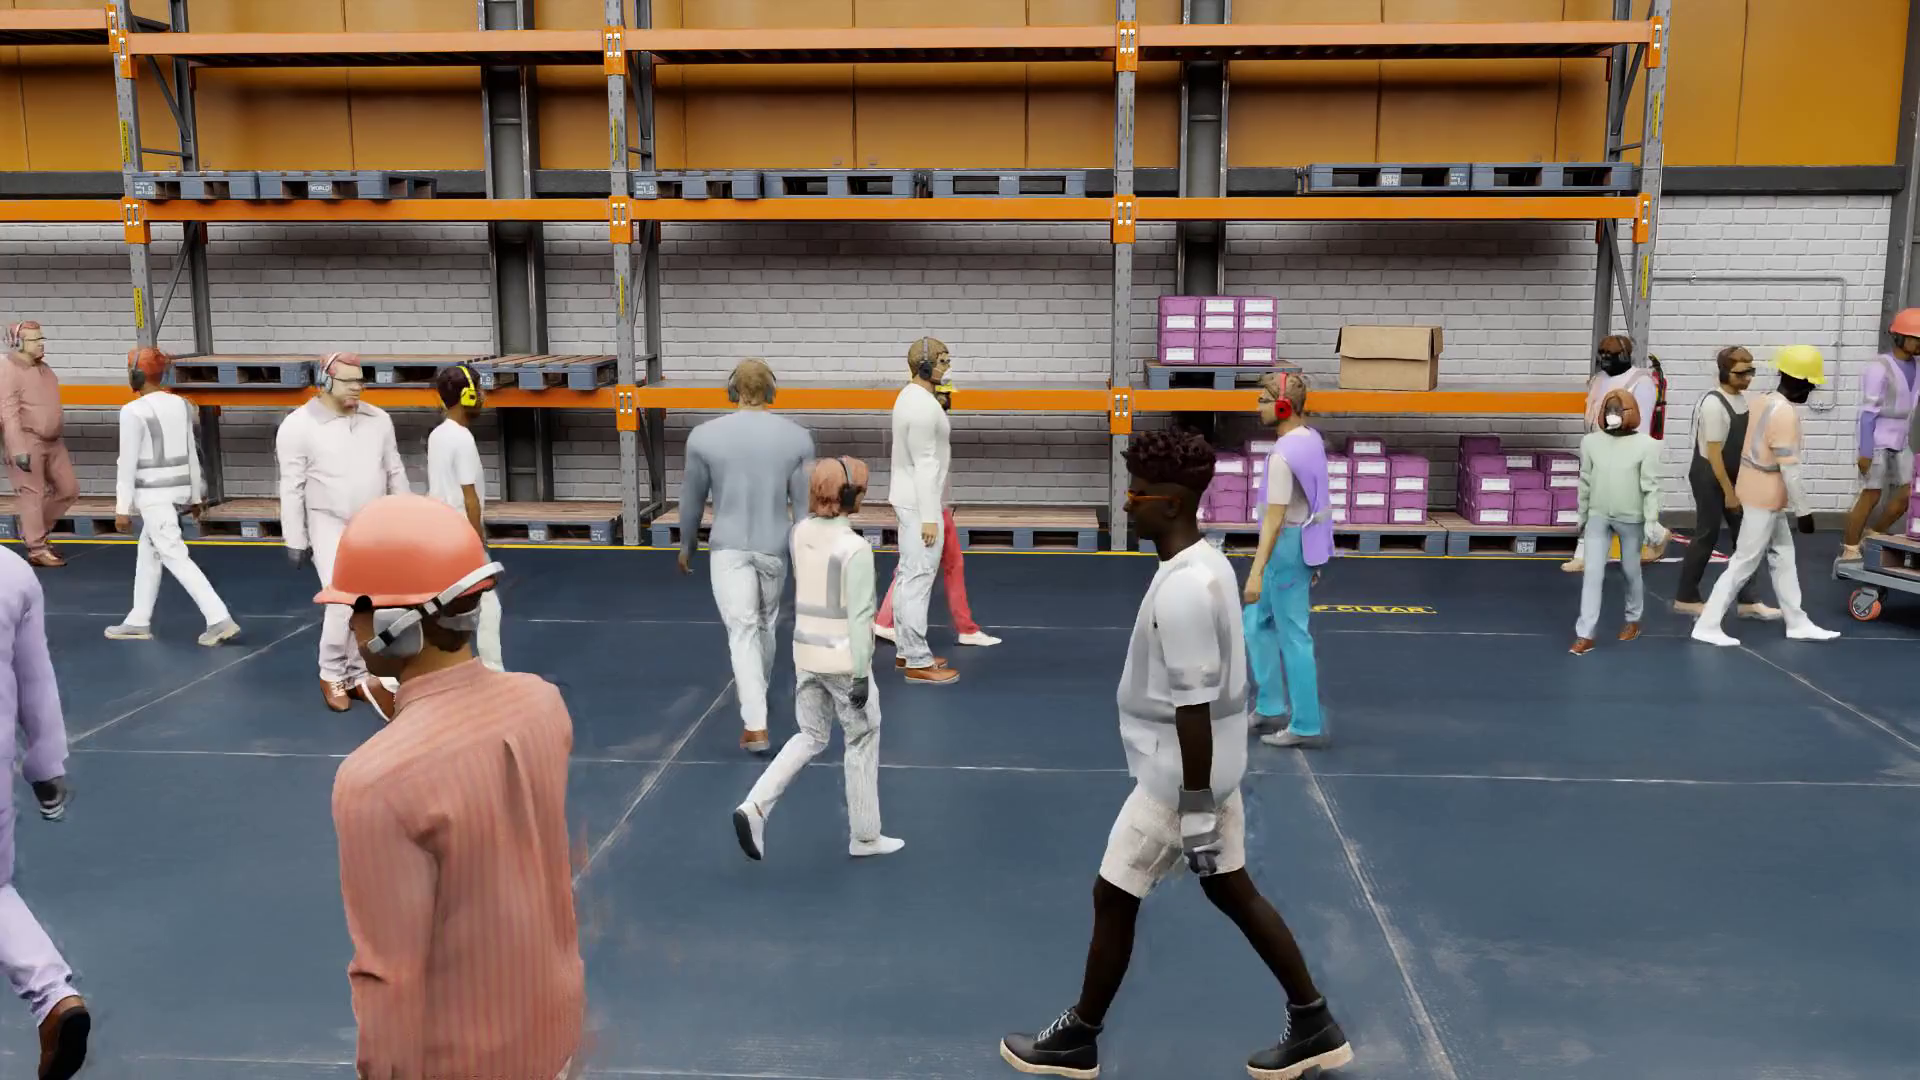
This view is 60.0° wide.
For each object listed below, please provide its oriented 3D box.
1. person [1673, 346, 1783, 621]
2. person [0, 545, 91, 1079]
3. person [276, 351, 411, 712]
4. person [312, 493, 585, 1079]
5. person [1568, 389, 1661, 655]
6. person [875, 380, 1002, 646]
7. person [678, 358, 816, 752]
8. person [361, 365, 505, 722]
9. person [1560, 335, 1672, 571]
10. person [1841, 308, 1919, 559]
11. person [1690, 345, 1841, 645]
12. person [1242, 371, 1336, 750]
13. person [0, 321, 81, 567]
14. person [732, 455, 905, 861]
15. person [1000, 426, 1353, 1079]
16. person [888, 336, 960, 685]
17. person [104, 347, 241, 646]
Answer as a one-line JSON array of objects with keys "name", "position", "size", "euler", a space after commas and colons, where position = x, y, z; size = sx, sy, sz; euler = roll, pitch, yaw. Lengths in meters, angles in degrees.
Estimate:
[{"name": "person", "position": [4.982, -0.340, 10.708], "size": [0.789, 1.805, 0.552], "euler": [9, 13, 43]}, {"name": "person", "position": [-2.791, 0.672, 4.567], "size": [0.594, 1.884, 0.675], "euler": [6, 11, 32]}, {"name": "person", "position": [-3.187, -0.043, 8.741], "size": [0.445, 1.884, 0.649], "euler": [6, 12, 33]}, {"name": "person", "position": [-0.901, 0.895, 2.997], "size": [0.426, 1.977, 0.614], "euler": [4, 11, 23]}, {"name": "person", "position": [3.991, -0.127, 10.108], "size": [0.512, 1.589, 0.841], "euler": [8, 13, 39]}, {"name": "person", "position": [-0.174, -0.200, 10.087], "size": [0.783, 1.736, 0.526], "euler": [-3, 10, -17]}, {"name": "person", "position": [-1.038, 0.054, 8.202], "size": [0.668, 1.890, 1.025], "euler": [-3, 10, -18]}, {"name": "person", "position": [-2.611, 0.034, 8.451], "size": [0.854, 1.833, 0.545], "euler": [-5, 11, -27]}, {"name": "person", "position": [5.000, -0.648, 12.553], "size": [0.814, 1.807, 0.632], "euler": [-4, 10, -20]}, {"name": "person", "position": [6.908, -0.722, 12.379], "size": [0.632, 2.000, 0.596], "euler": [-5, 11, -28]}, {"name": "person", "position": [4.911, -0.251, 10.069], "size": [0.872, 1.856, 0.596], "euler": [3, 10, 19]}, {"name": "person", "position": [1.502, 0.106, 8.017], "size": [0.625, 1.823, 0.576], "euler": [4, 10, 22]}, {"name": "person", "position": [-7.046, -0.722, 12.705], "size": [0.437, 1.892, 0.646], "euler": [1, 10, 8]}, {"name": "person", "position": [-0.547, 0.481, 6.434], "size": [0.652, 1.623, 0.516], "euler": [-8, 13, -41]}, {"name": "person", "position": [0.668, 0.631, 4.721], "size": [1.008, 1.920, 0.628], "euler": [3, 10, 15]}, {"name": "person", "position": [-0.212, -0.170, 9.332], "size": [0.375, 1.939, 0.628], "euler": [-2, 10, -9]}, {"name": "person", "position": [-4.853, -0.260, 10.162], "size": [0.964, 1.844, 0.589], "euler": [2, 10, 9]}]
